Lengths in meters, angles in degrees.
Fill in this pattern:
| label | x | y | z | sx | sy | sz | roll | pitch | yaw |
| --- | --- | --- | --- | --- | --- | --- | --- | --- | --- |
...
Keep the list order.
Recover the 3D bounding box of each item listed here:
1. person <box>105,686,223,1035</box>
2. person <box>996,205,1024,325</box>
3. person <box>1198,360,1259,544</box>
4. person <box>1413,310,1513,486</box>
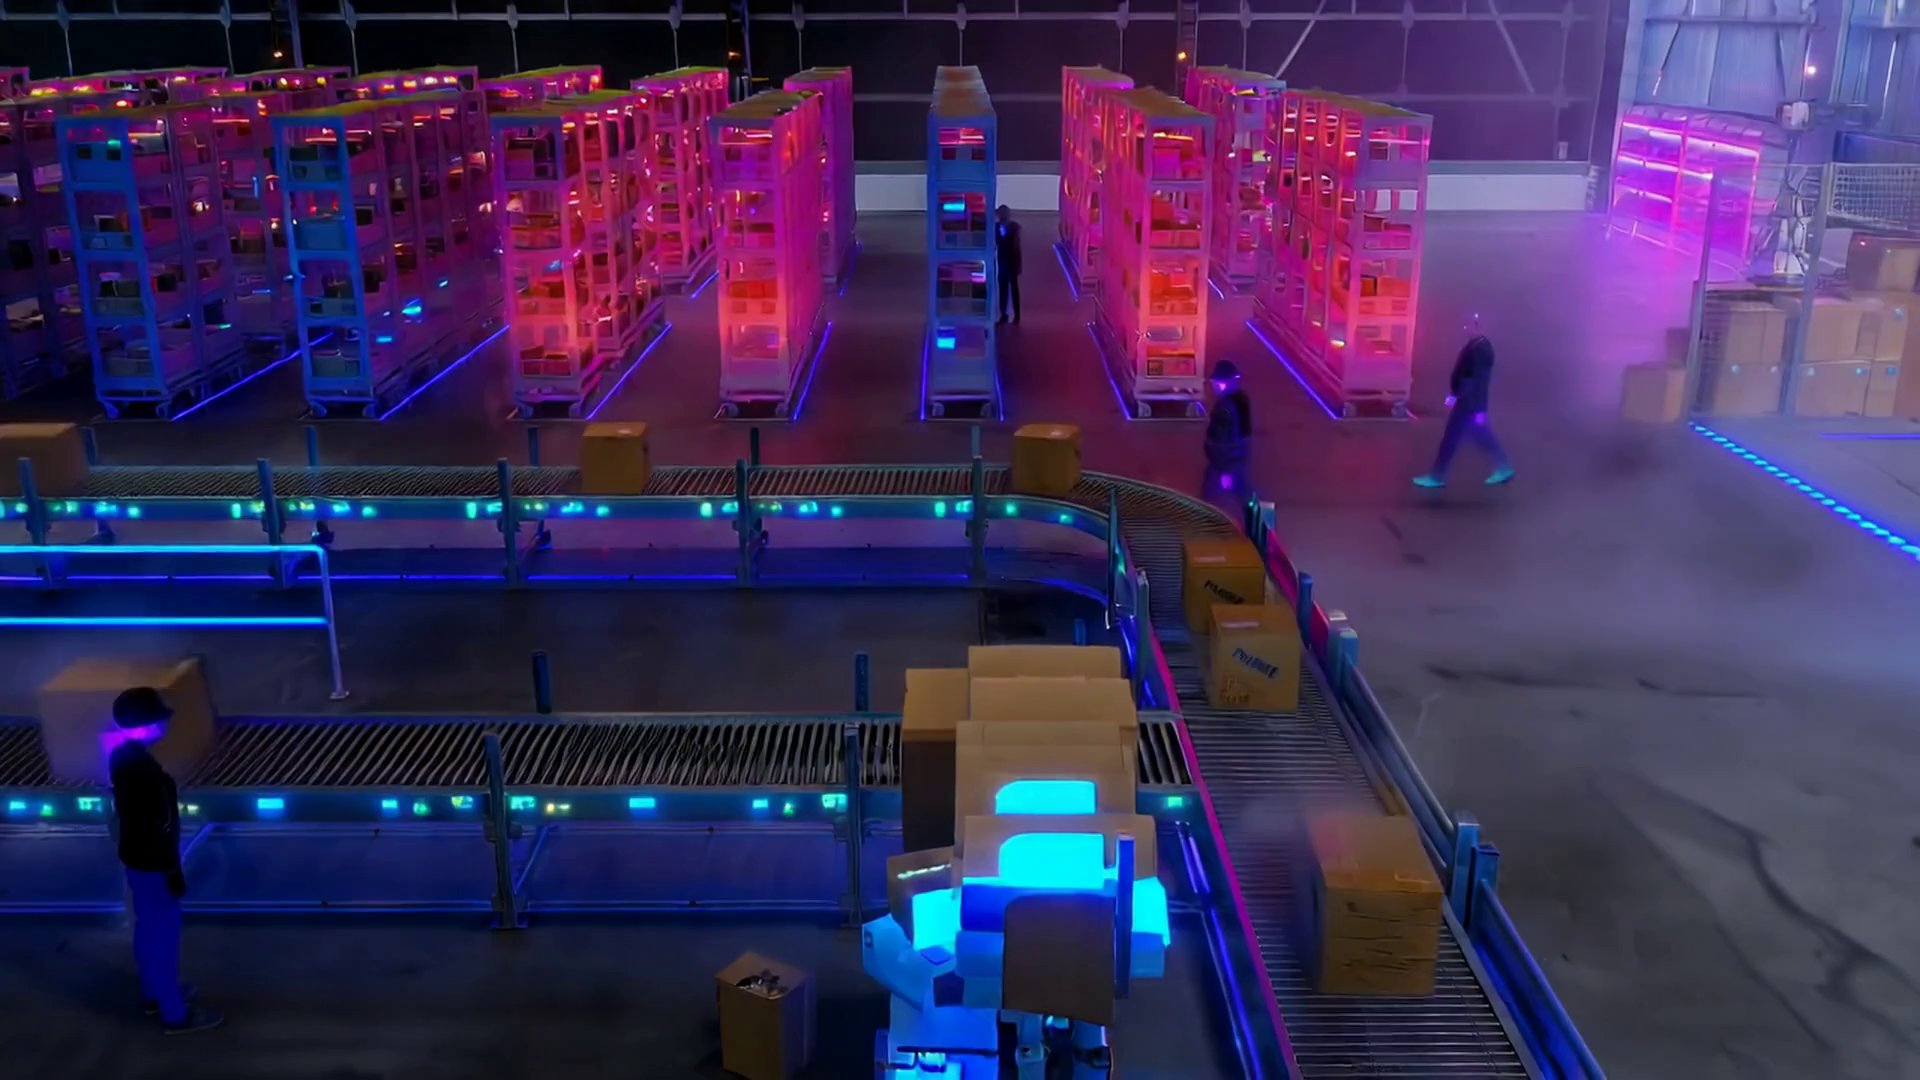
| label | x | y | z | sx | sy | sz | roll | pitch | yaw |
| --- | --- | --- | --- | --- | --- | --- | --- | --- | --- |
| person | -3.877 | 1.535 | 8.053 | 0.324 | 1.767 | 0.533 | -16 | 24 | -40 |
| person | 0.741 | -4.281 | 25.863 | 0.577 | 1.832 | 0.397 | 12 | 21 | 32 |
| person | 2.411 | -0.742 | 15.041 | 0.919 | 1.789 | 0.595 | 13 | 22 | 35 |
| person | 5.287 | -1.445 | 17.096 | 0.998 | 1.861 | 0.653 | 4 | 19 | 14 |
